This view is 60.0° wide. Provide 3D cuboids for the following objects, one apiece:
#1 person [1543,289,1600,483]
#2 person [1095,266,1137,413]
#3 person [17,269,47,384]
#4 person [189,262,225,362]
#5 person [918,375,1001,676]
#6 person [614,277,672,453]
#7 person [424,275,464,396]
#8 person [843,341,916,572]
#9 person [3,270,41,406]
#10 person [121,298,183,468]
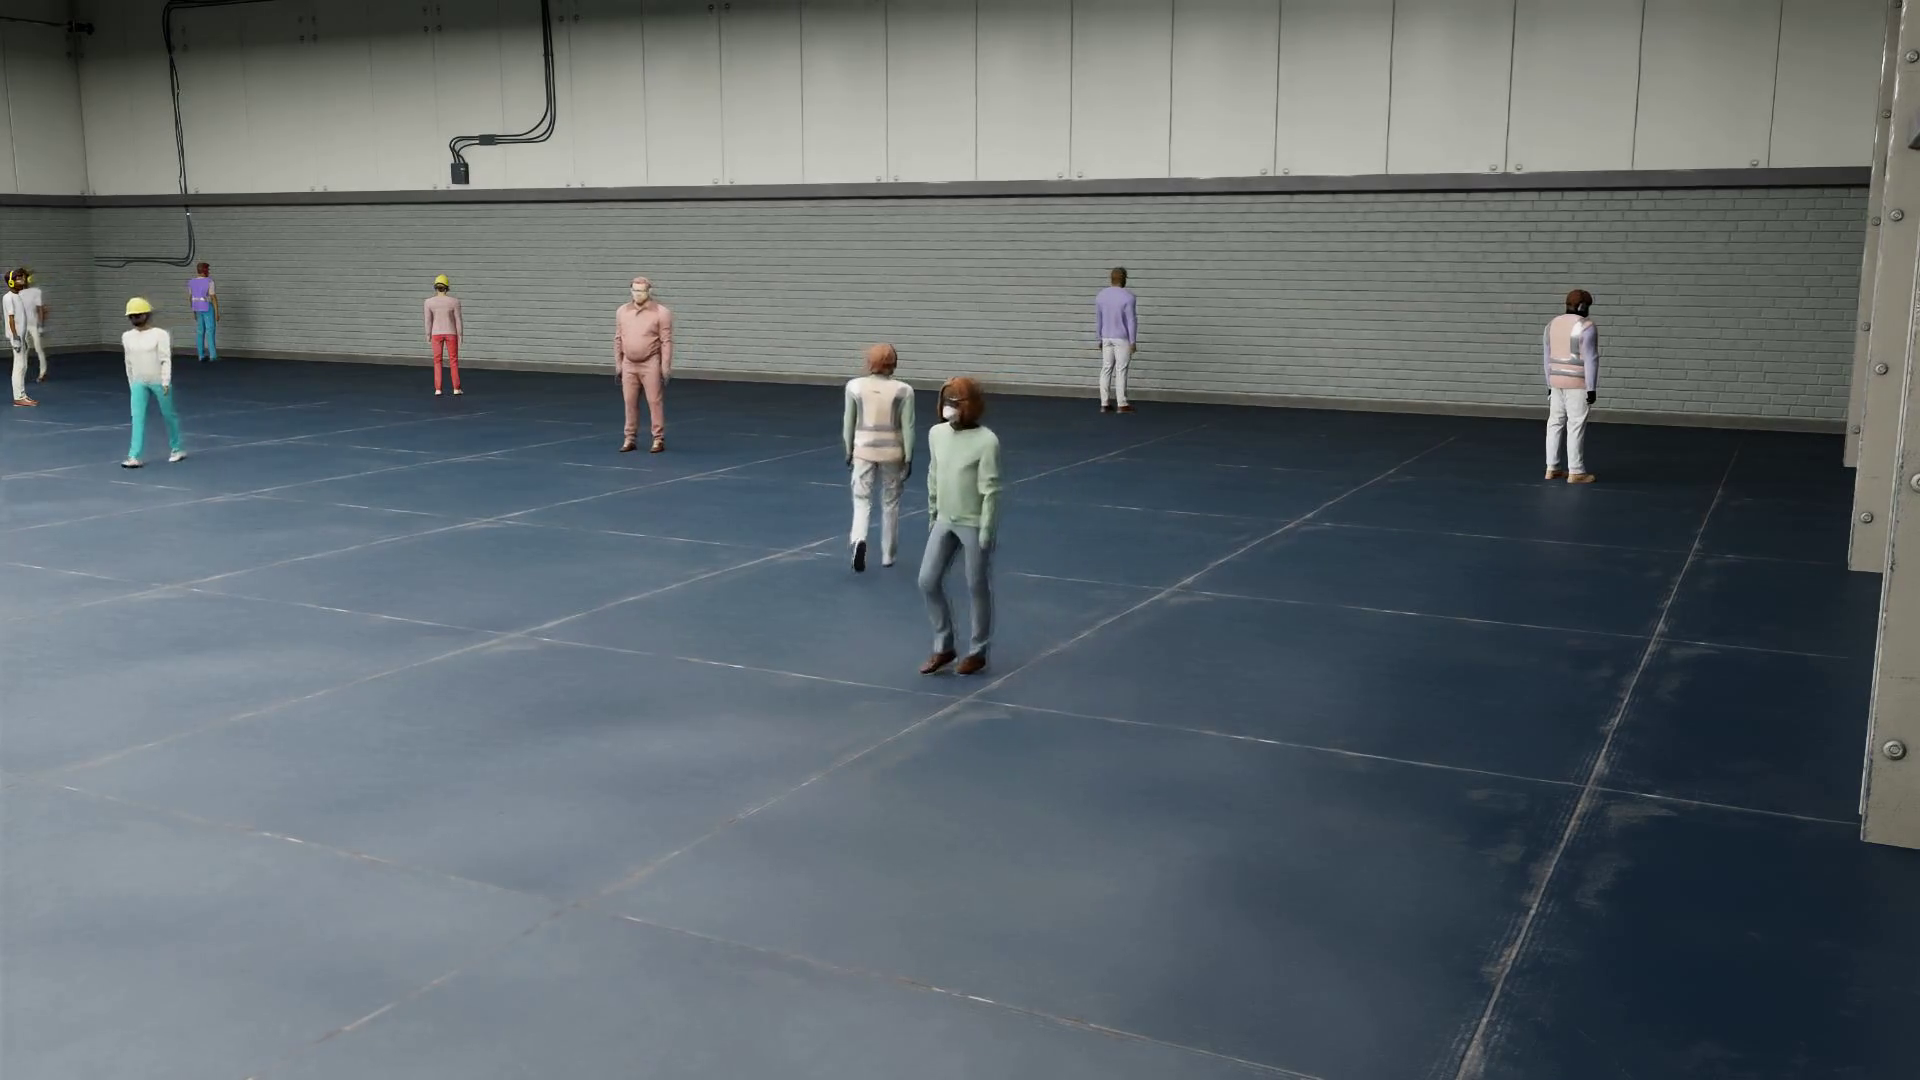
[{"bbox_3d":[5.862,-1.468,15.911,0.429,1.838,0.622,-5,11,-24],"label":"person"},{"bbox_3d":[2.076,-2.651,22.078,0.635,1.937,0.353,9,14,40],"label":"person"},{"bbox_3d":[-14.856,-3.403,26.507,0.548,1.815,0.965,-1,10,-6],"label":"person"},{"bbox_3d":[-14.077,-4.240,30.997,0.571,1.842,0.376,3,11,18],"label":"person"},{"bbox_3d":[-0.033,-0.059,8.793,0.531,1.612,0.520,9,14,40],"label":"person"},{"bbox_3d":[-3.445,-1.897,18.064,0.665,1.907,0.401,2,11,13],"label":"person"},{"bbox_3d":[-7.593,-3.008,24.499,0.535,1.767,0.315,-2,11,-10],"label":"person"},{"bbox_3d":[-0.572,-0.574,11.617,0.525,1.619,0.654,1,10,5],"label":"person"},{"bbox_3d":[-12.999,-2.785,22.998,0.316,1.870,0.531,-4,11,-20],"label":"person"},{"bbox_3d":[-8.281,-1.610,16.997,0.535,1.719,0.903,0,10,2],"label":"person"}]
